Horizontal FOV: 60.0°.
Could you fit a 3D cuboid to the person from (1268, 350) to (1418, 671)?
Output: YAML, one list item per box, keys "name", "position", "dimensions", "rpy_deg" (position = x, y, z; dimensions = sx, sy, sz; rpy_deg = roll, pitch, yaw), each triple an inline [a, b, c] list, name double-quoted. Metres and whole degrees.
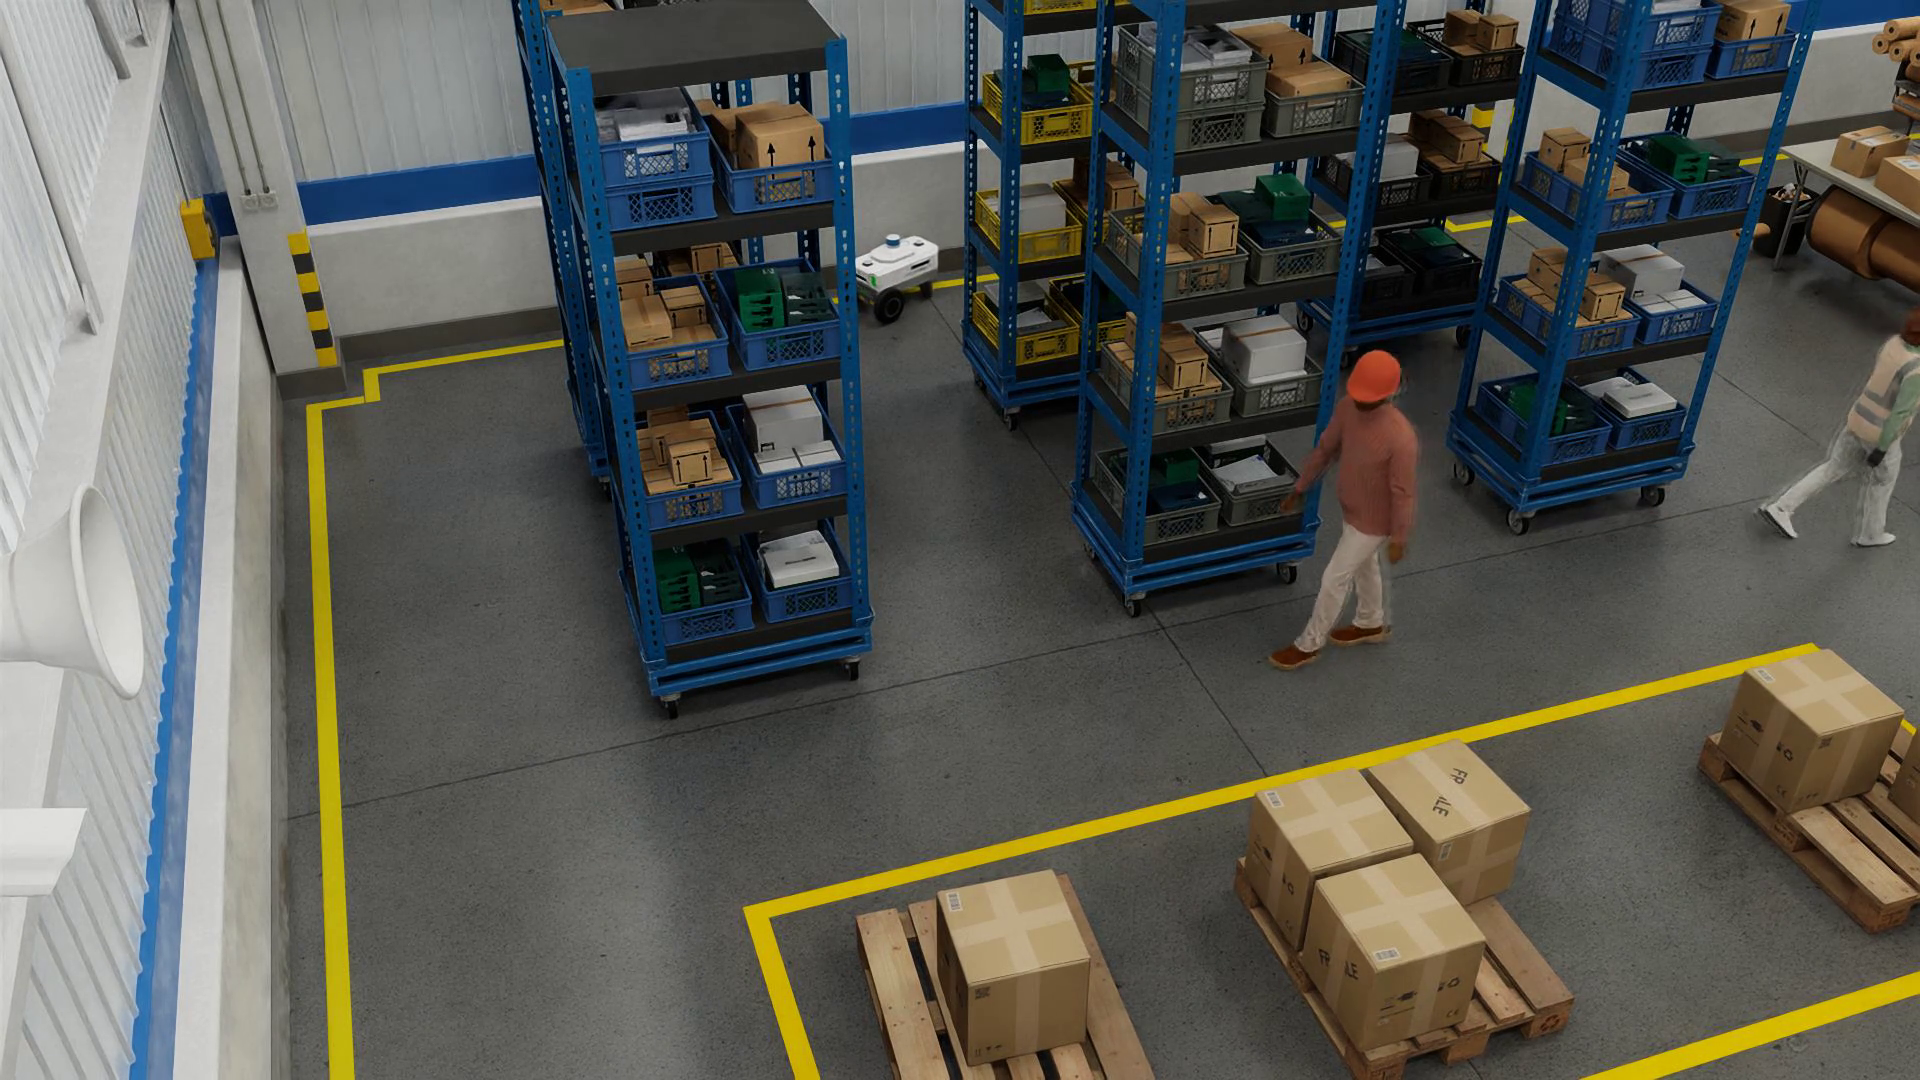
- name: "person"
  position: [2.065, -0.149, 8.779]
  dimensions: [0.796, 1.957, 0.675]
  rpy_deg: [-7, 36, -10]

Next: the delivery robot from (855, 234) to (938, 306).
- name: "delivery robot"
  position: [-0.501, -2.088, 12.669]
  dimensions: [0.707, 0.478, 0.477]
  rpy_deg: [-28, 44, -34]

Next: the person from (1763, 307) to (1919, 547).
- name: "person"
  position: [5.343, -0.659, 9.814]
  dimensions: [0.757, 1.602, 0.516]
  rpy_deg: [0, 35, 0]
